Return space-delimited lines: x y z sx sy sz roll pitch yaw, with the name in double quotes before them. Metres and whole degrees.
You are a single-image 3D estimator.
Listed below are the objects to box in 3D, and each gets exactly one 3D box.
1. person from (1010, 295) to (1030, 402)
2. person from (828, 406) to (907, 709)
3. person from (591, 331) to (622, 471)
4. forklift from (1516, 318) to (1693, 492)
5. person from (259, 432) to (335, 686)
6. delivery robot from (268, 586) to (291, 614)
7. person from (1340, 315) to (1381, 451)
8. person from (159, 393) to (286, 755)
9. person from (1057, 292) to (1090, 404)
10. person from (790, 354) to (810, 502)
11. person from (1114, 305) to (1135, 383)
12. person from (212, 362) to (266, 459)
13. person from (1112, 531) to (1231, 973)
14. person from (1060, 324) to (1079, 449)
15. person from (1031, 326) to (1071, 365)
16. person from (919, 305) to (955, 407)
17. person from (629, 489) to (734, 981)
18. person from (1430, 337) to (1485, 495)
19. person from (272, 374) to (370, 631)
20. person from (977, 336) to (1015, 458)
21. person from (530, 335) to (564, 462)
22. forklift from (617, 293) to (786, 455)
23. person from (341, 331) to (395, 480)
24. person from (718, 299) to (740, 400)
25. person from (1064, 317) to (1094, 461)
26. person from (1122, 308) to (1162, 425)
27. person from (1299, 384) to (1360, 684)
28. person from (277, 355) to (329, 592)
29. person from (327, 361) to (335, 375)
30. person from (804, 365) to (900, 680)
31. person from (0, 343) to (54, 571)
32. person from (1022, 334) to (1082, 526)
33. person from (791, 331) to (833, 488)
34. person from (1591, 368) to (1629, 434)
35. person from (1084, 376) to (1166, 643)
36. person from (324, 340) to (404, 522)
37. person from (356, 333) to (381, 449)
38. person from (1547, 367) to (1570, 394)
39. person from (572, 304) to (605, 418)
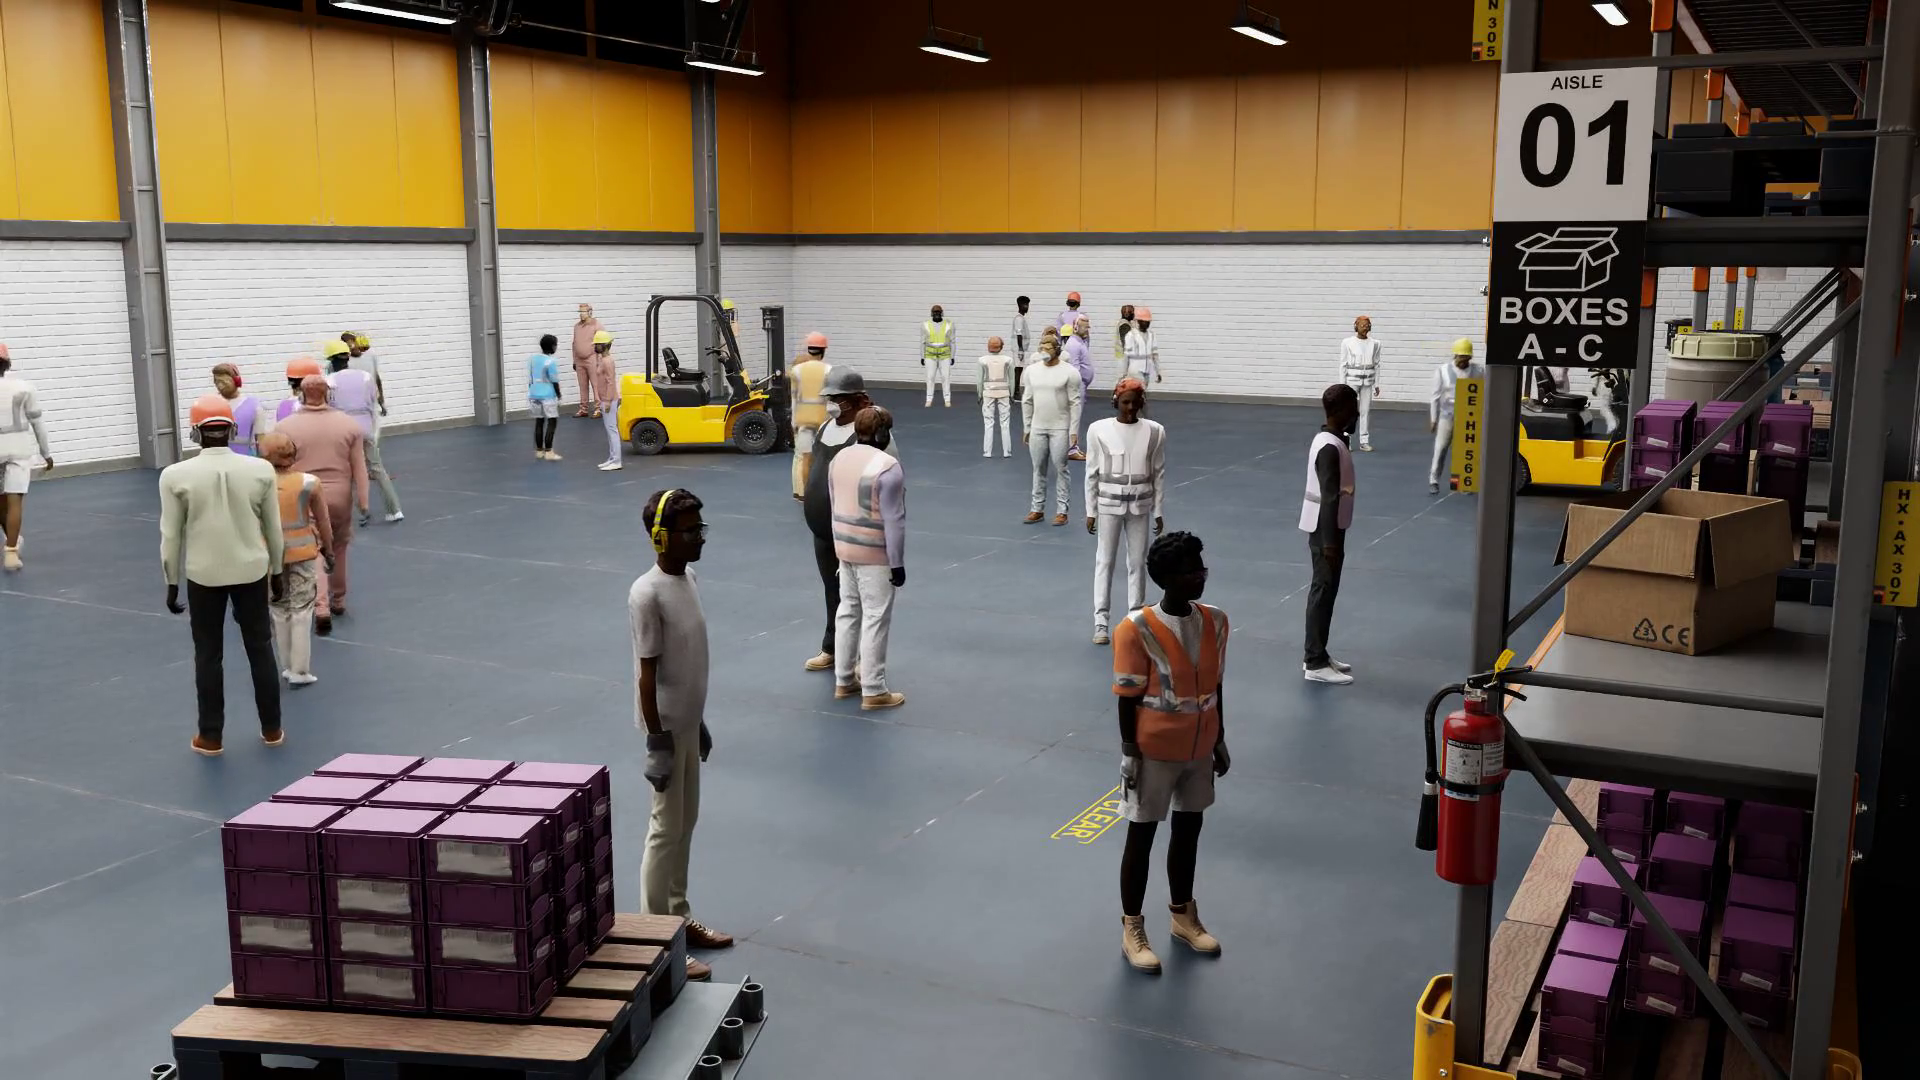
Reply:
"person" 1.118 -3.534 30.754 0.372 1.963 0.608 0 10 1
"person" -0.553 0.099 10.145 0.431 1.833 0.644 -7 12 -37
"person" -4.489 -1.762 21.071 0.327 1.767 0.533 -3 10 -16
"forklift" 7.066 -1.601 18.899 2.313 2.155 1.214 5 11 27
"person" -4.258 0.124 10.547 0.540 1.632 0.450 -3 10 -18
"delivery robot" -5.065 0.281 12.473 0.477 0.478 0.707 1 10 4
"person" 5.543 -2.163 23.051 0.575 1.885 0.355 -1 10 -8
"person" -4.062 0.181 9.200 0.628 1.986 0.411 -7 12 -34
"person" 2.060 -3.483 30.233 0.605 2.044 0.374 3 10 15
"person" -1.723 -1.233 18.389 0.286 1.633 0.499 -3 10 -18
"person" 2.925 -3.203 29.194 0.430 1.845 0.619 0 10 2
"person" -6.183 -0.607 14.225 0.597 1.838 0.411 2 10 11
"person" 0.819 0.802 6.418 0.536 1.700 0.318 -6 11 -31
"person" 1.493 -2.116 23.119 0.528 1.767 0.329 1 10 5
"person" 1.126 -1.727 20.639 0.506 1.847 0.344 0 10 0
"person" -0.404 -3.269 29.639 0.642 1.831 0.431 0 10 1
"person" -1.072 0.727 6.362 0.315 1.870 0.533 2 10 9
"person" 5.660 -1.391 18.823 0.619 1.805 0.457 1 10 5
"person" -4.710 -0.281 12.260 0.667 1.861 0.967 -5 11 -26
"person" 0.479 -1.907 22.283 0.514 1.636 0.315 0 10 -1
"person" -5.486 -1.878 22.022 0.616 1.670 0.316 8 13 40
"forklift" -3.588 -2.317 23.042 2.313 2.155 1.214 -1 10 -5
"person" -7.118 -1.587 19.932 0.332 1.822 0.656 8 13 40
"person" -4.106 -3.310 29.574 0.385 1.922 0.594 -5 11 -25
"person" 1.586 -2.016 22.145 0.400 1.905 0.643 2 10 9
"person" 2.846 -2.579 25.419 0.574 1.891 0.949 -6 12 -33
"person" 2.375 -0.049 10.718 0.377 1.915 0.600 2 10 12
"person" -5.206 -0.502 13.281 0.373 1.934 0.551 -9 14 -43
"person" -8.225 -1.845 22.008 0.504 1.610 0.741 10 14 44
"person" -0.756 -0.117 10.755 0.689 2.000 0.539 9 14 44
"person" -8.354 -0.753 14.590 0.635 1.989 1.041 -3 10 -17
"person" 0.920 -1.113 16.812 0.629 1.939 0.371 5 11 27
"person" -1.533 -1.285 17.918 0.547 1.907 0.842 1 10 7
"person" 9.360 -2.241 23.742 0.605 1.808 0.717 -1 10 -8
"person" 1.162 -0.207 11.722 0.574 1.886 0.356 -1 10 -6
"person" -6.135 -1.069 16.758 0.727 1.890 0.516 -9 13 -41
"person" -8.291 -2.053 23.134 0.269 1.632 0.504 4 10 21
"person" 8.894 -2.478 24.888 0.828 1.883 0.662 -1 10 -5
"person" -6.208 -2.977 27.702 0.642 1.908 0.407 5 11 26
